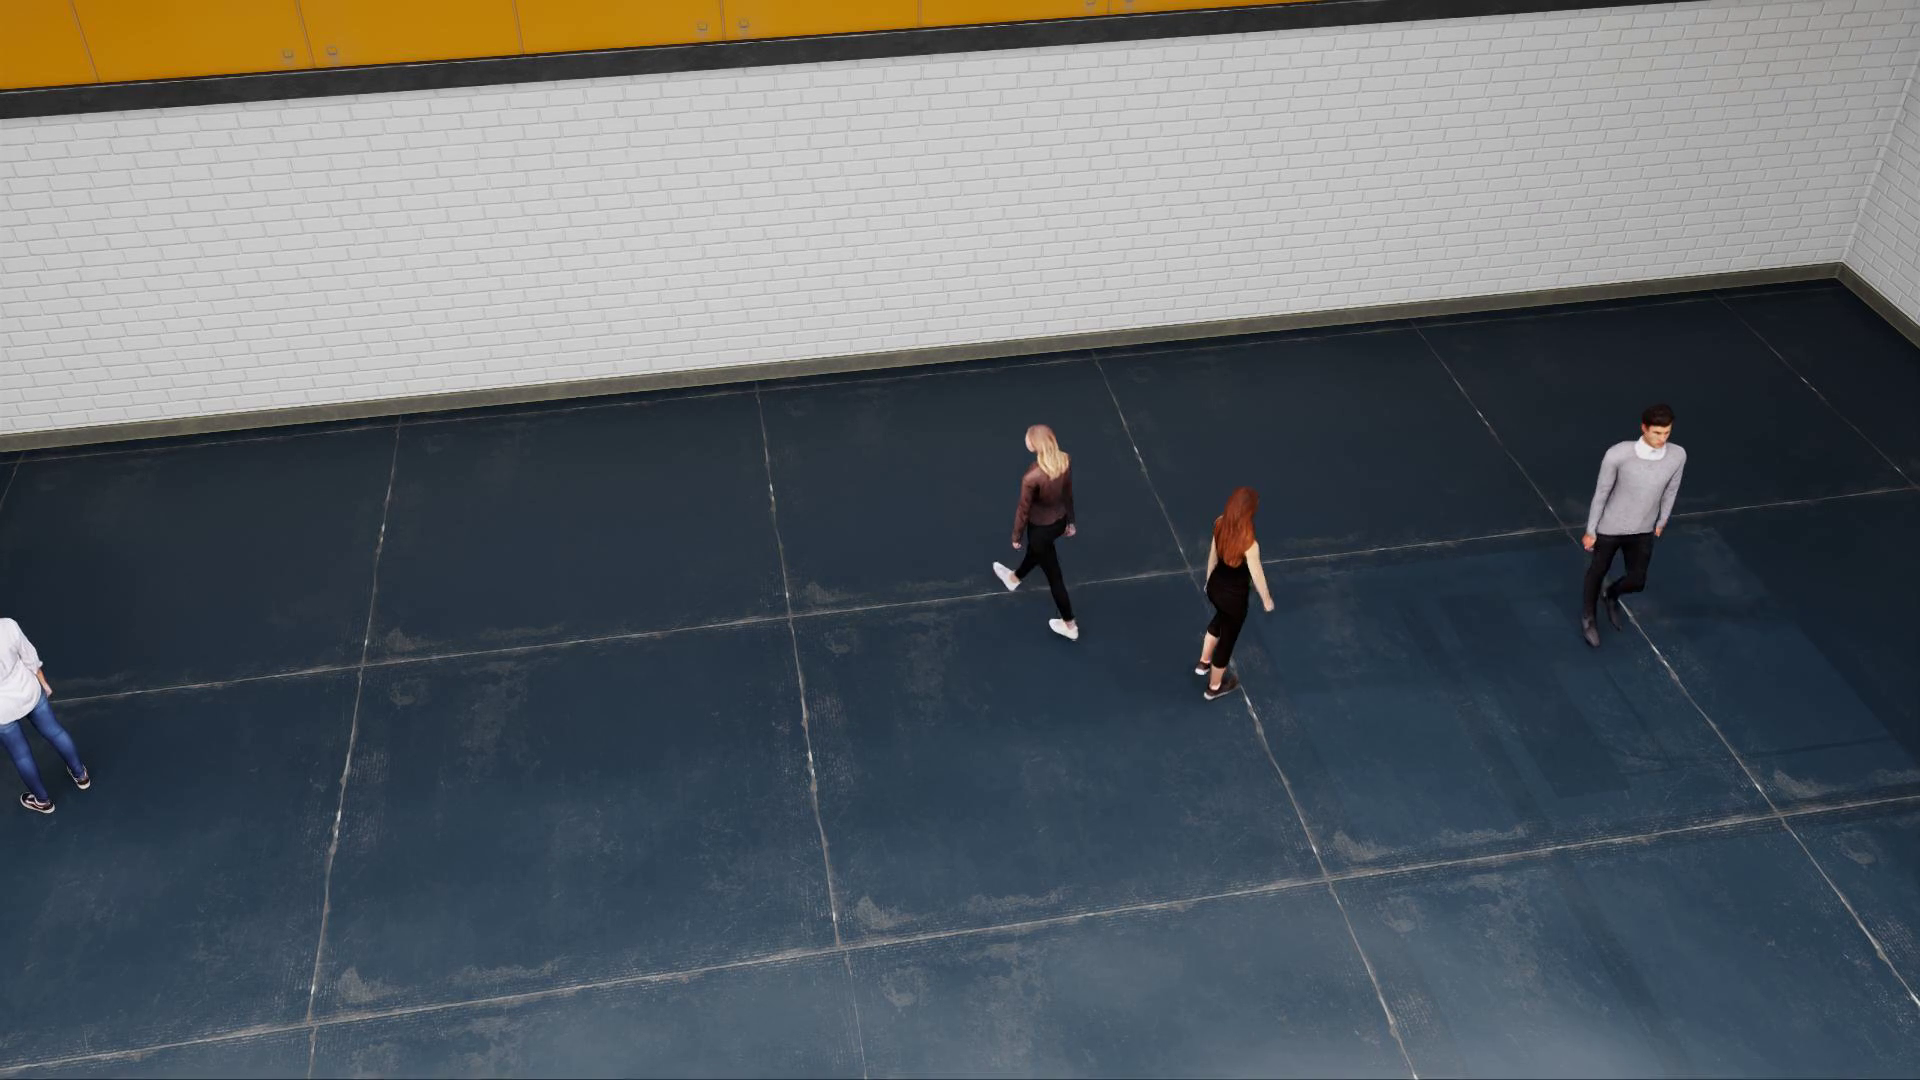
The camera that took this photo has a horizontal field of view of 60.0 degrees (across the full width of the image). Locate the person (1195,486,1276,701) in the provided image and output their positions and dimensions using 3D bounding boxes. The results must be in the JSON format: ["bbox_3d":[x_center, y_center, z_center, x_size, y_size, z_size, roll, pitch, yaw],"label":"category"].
[{"bbox_3d":[1.696,0.384,10.877,0.743,1.720,0.637,-19,42,-22],"label":"person"}]

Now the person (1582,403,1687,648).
[{"bbox_3d":[4.536,-0.168,11.414,0.815,1.913,0.785,1,39,2],"label":"person"}]

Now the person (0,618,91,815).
[{"bbox_3d":[-5.796,0.961,10.163,0.793,1.710,0.738,25,45,28],"label":"person"}]

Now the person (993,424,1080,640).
[{"bbox_3d":[0.649,-0.016,11.437,1.180,1.648,1.046,30,47,32],"label":"person"}]
